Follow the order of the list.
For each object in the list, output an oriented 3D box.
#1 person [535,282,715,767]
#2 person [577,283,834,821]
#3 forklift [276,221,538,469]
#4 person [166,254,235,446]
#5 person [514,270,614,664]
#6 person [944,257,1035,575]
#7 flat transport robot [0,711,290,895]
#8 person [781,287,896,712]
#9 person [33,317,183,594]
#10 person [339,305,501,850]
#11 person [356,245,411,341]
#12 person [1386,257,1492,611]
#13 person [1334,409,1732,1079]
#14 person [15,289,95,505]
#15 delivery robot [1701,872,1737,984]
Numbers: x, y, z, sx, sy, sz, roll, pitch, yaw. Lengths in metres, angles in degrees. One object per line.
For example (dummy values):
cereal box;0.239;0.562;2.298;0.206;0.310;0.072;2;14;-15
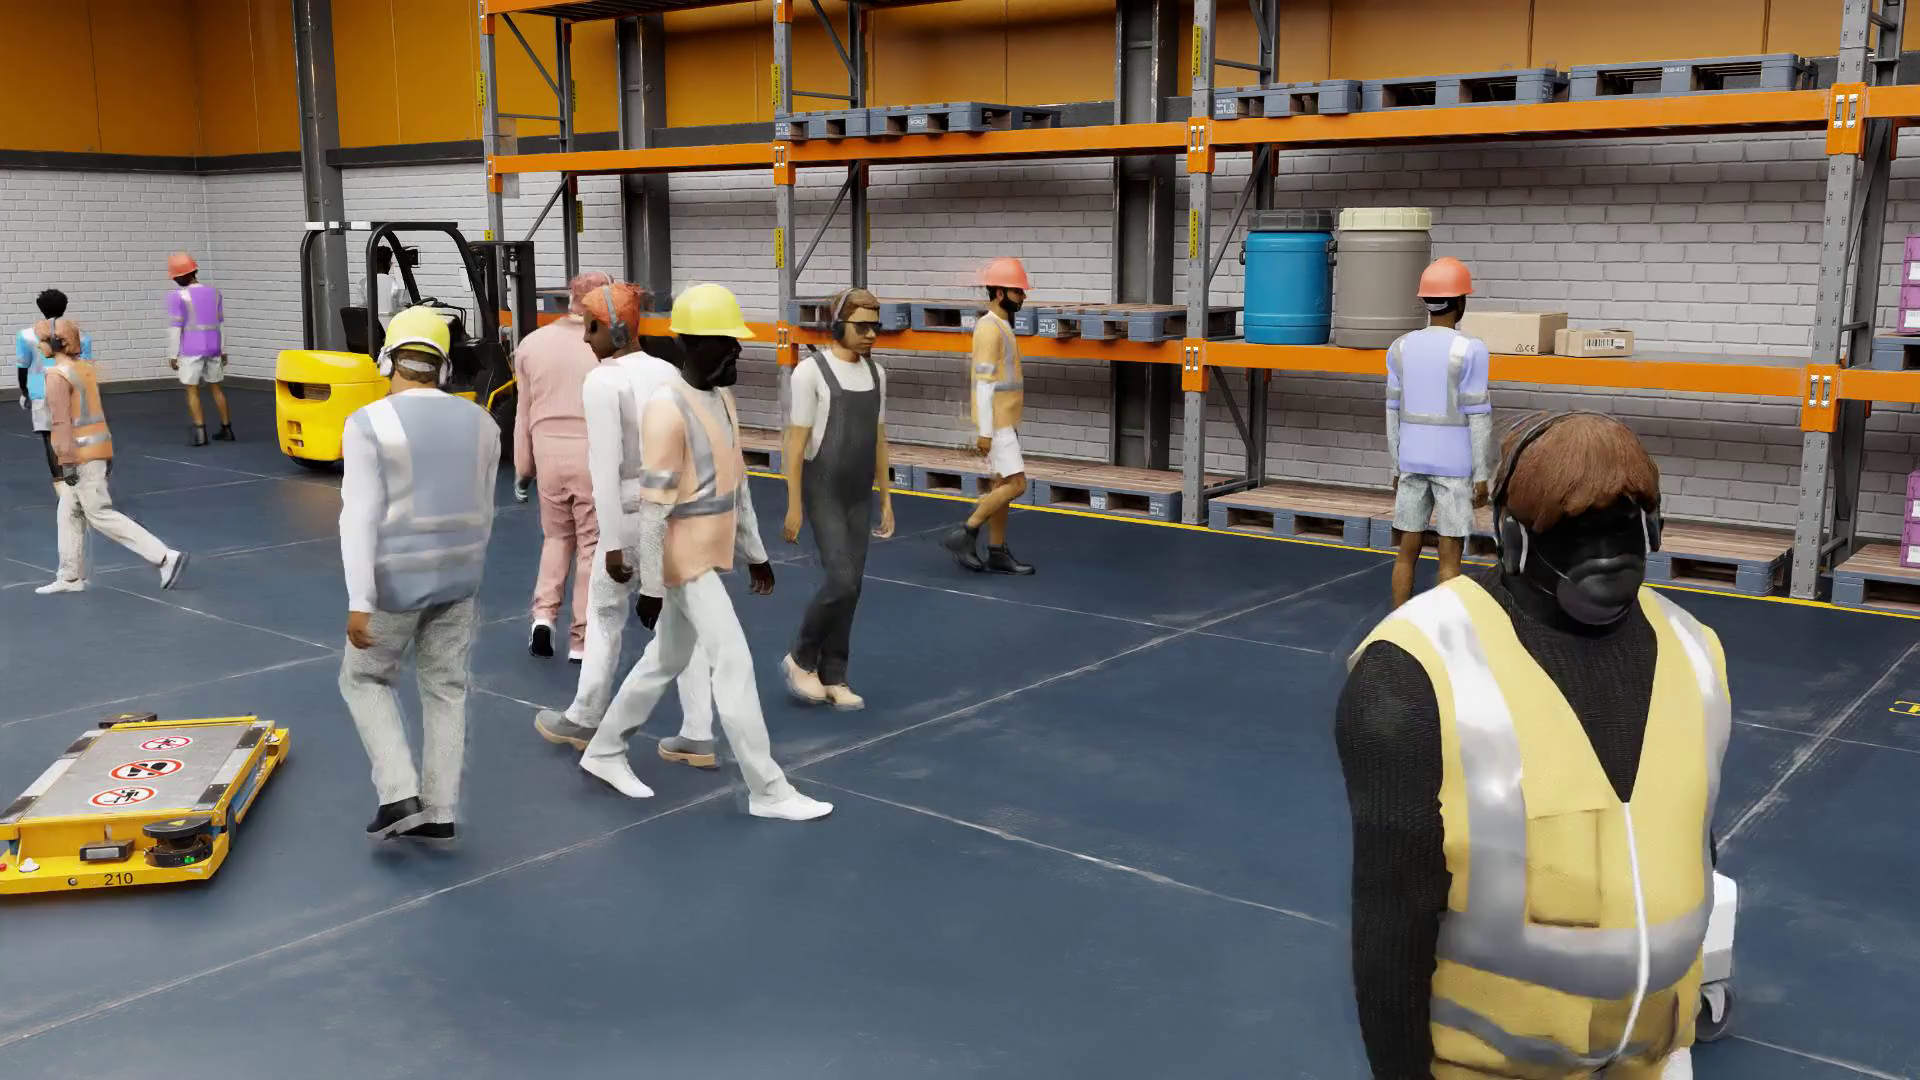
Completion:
person;-1.309;-0.053;6.423;0.875;1.850;0.597;7;12;33
person;-0.956;0.045;5.846;0.984;1.884;0.600;2;10;8
forklift;-4.922;-1.741;14.854;1.214;2.155;2.313;8;13;38
person;-7.493;-1.879;16.481;0.490;1.886;0.612;6;12;31
person;-1.788;-0.333;7.907;0.669;1.884;0.424;2;10;9
person;0.221;-0.717;9.943;0.448;1.925;0.544;1;10;6
flat transport robot;-2.799;0.860;5.764;0.652;0.197;1.431;-2;10;-12
person;-0.497;-0.162;7.120;0.397;1.823;0.538;9;13;40
person;-4.903;-0.472;9.479;0.773;1.604;0.514;-2;10;-13
person;-1.792;0.139;5.507;0.423;1.810;0.604;8;13;37
person;-6.420;-2.308;18.627;0.607;1.965;0.367;-1;10;-3
person;2.280;-0.364;7.920;0.347;1.943;0.544;-9;14;-41
person;0.802;0.688;2.482;0.617;1.810;0.833;-3;11;-15
person;-6.968;-1.110;12.861;0.529;1.653;0.886;-7;13;-36
delivery robot;1.590;0.959;4.173;0.707;0.478;0.477;-5;11;-24
